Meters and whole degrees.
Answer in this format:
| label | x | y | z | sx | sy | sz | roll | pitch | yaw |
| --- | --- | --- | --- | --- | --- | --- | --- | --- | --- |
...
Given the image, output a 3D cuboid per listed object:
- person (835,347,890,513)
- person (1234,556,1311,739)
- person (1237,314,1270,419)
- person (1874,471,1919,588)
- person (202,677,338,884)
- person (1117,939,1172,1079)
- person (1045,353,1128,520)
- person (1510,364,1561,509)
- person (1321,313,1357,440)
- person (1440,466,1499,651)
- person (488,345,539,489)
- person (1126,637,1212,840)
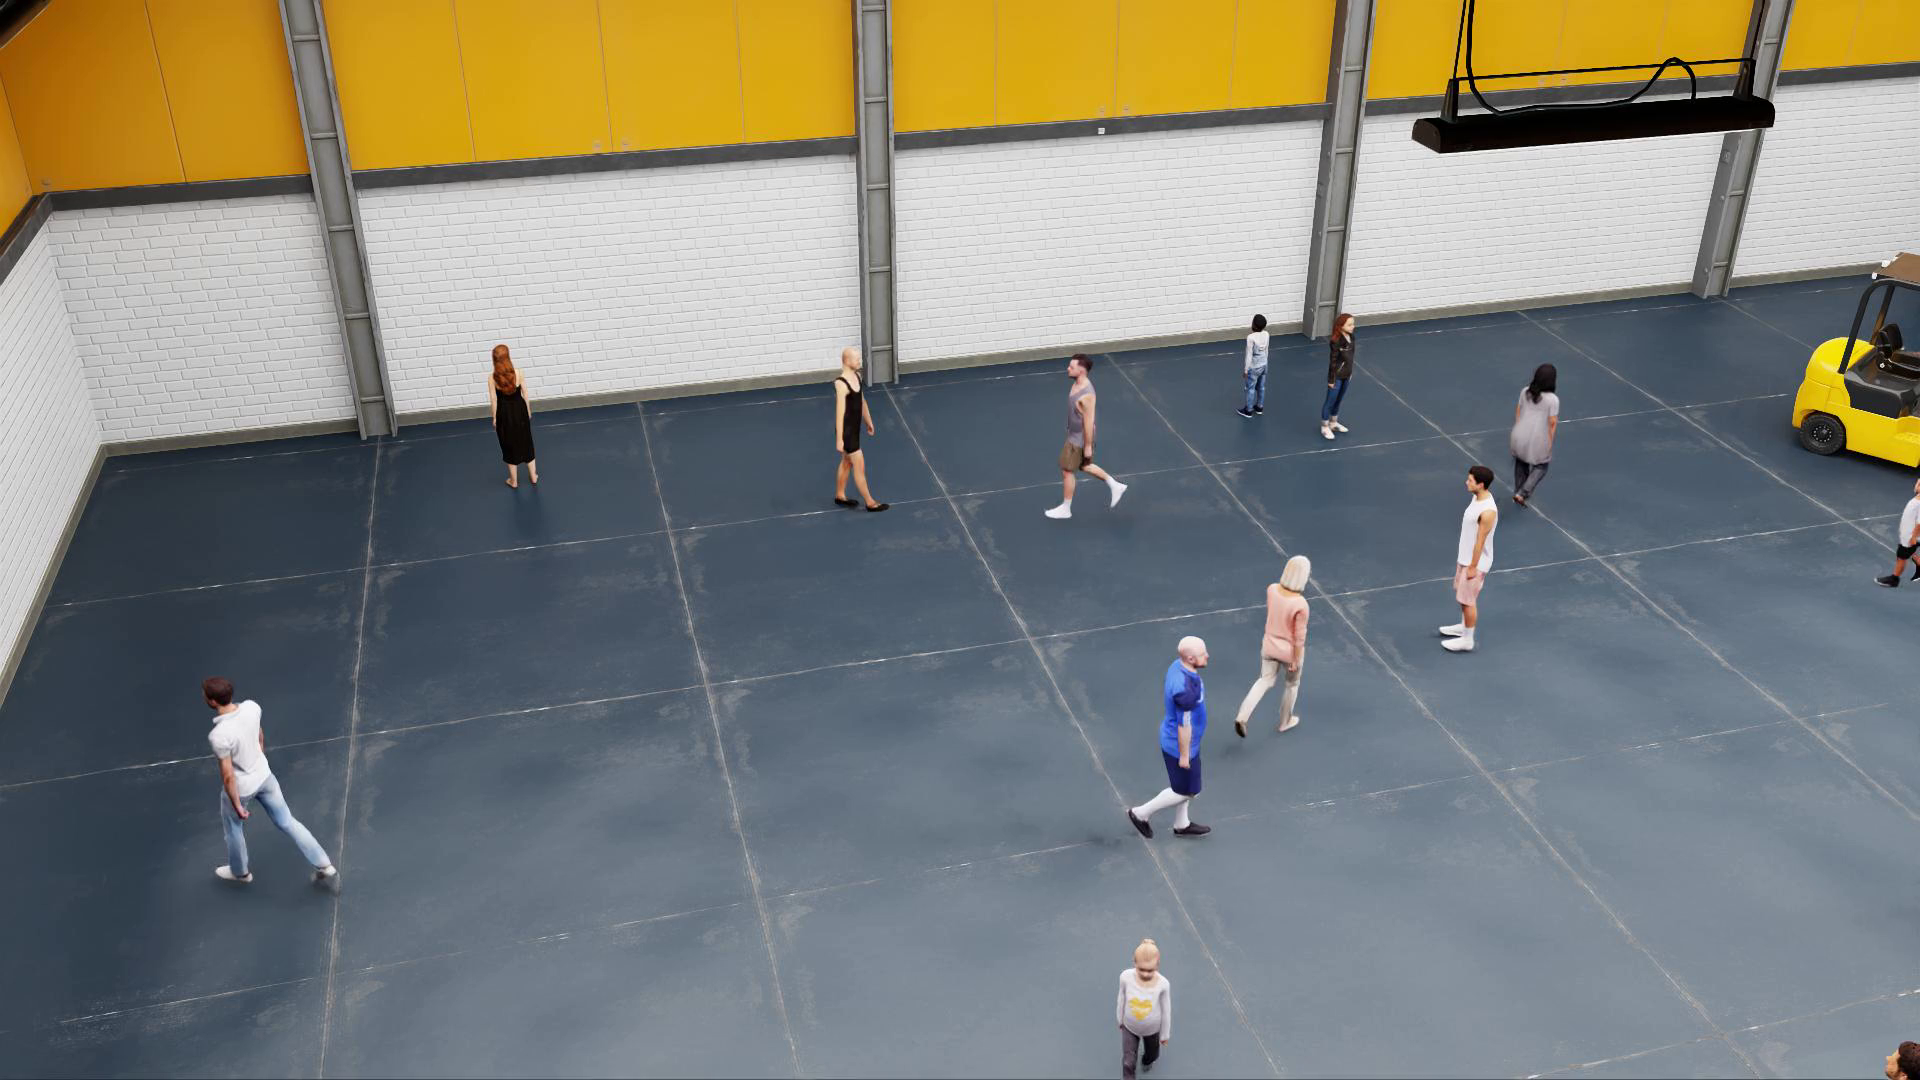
| label | x | y | z | sx | sy | sz | roll | pitch | yaw |
| --- | --- | --- | --- | --- | --- | --- | --- | --- | --- |
| person | -1.228 | -1.161 | 17.389 | 1.022 | 1.799 | 0.921 | 7 | 29 | 13 |
| person | 2.591 | 0.918 | 13.676 | 1.050 | 1.705 | 0.863 | -23 | 36 | -36 |
| person | 3.488 | -2.065 | 19.609 | 0.487 | 1.260 | 0.583 | -15 | 32 | -26 |
| person | 9.243 | -0.102 | 16.016 | 0.793 | 1.254 | 0.691 | 9 | 30 | 15 |
| person | -5.029 | 1.780 | 11.979 | 1.279 | 1.817 | 1.110 | 10 | 30 | 18 |
| person | 1.143 | 2.980 | 10.362 | 0.871 | 1.257 | 0.810 | 7 | 29 | 12 |
| person | 1.311 | -1.052 | 16.969 | 1.163 | 1.824 | 0.801 | 0 | 29 | -1 |
| person | 5.961 | -1.063 | 17.422 | 0.882 | 1.595 | 0.791 | -23 | 36 | -35 |
| person | 4.352 | -1.908 | 19.089 | 0.579 | 1.483 | 0.693 | -25 | 37 | -38 |
| person | 4.653 | 0.159 | 14.990 | 0.720 | 1.778 | 0.734 | 3 | 29 | 6 |
| person | -4.820 | -1.335 | 17.888 | 0.558 | 1.626 | 0.674 | -13 | 31 | -23 |
| person | 1.590 | 1.506 | 12.470 | 1.000 | 1.827 | 0.842 | 2 | 29 | 3 |
